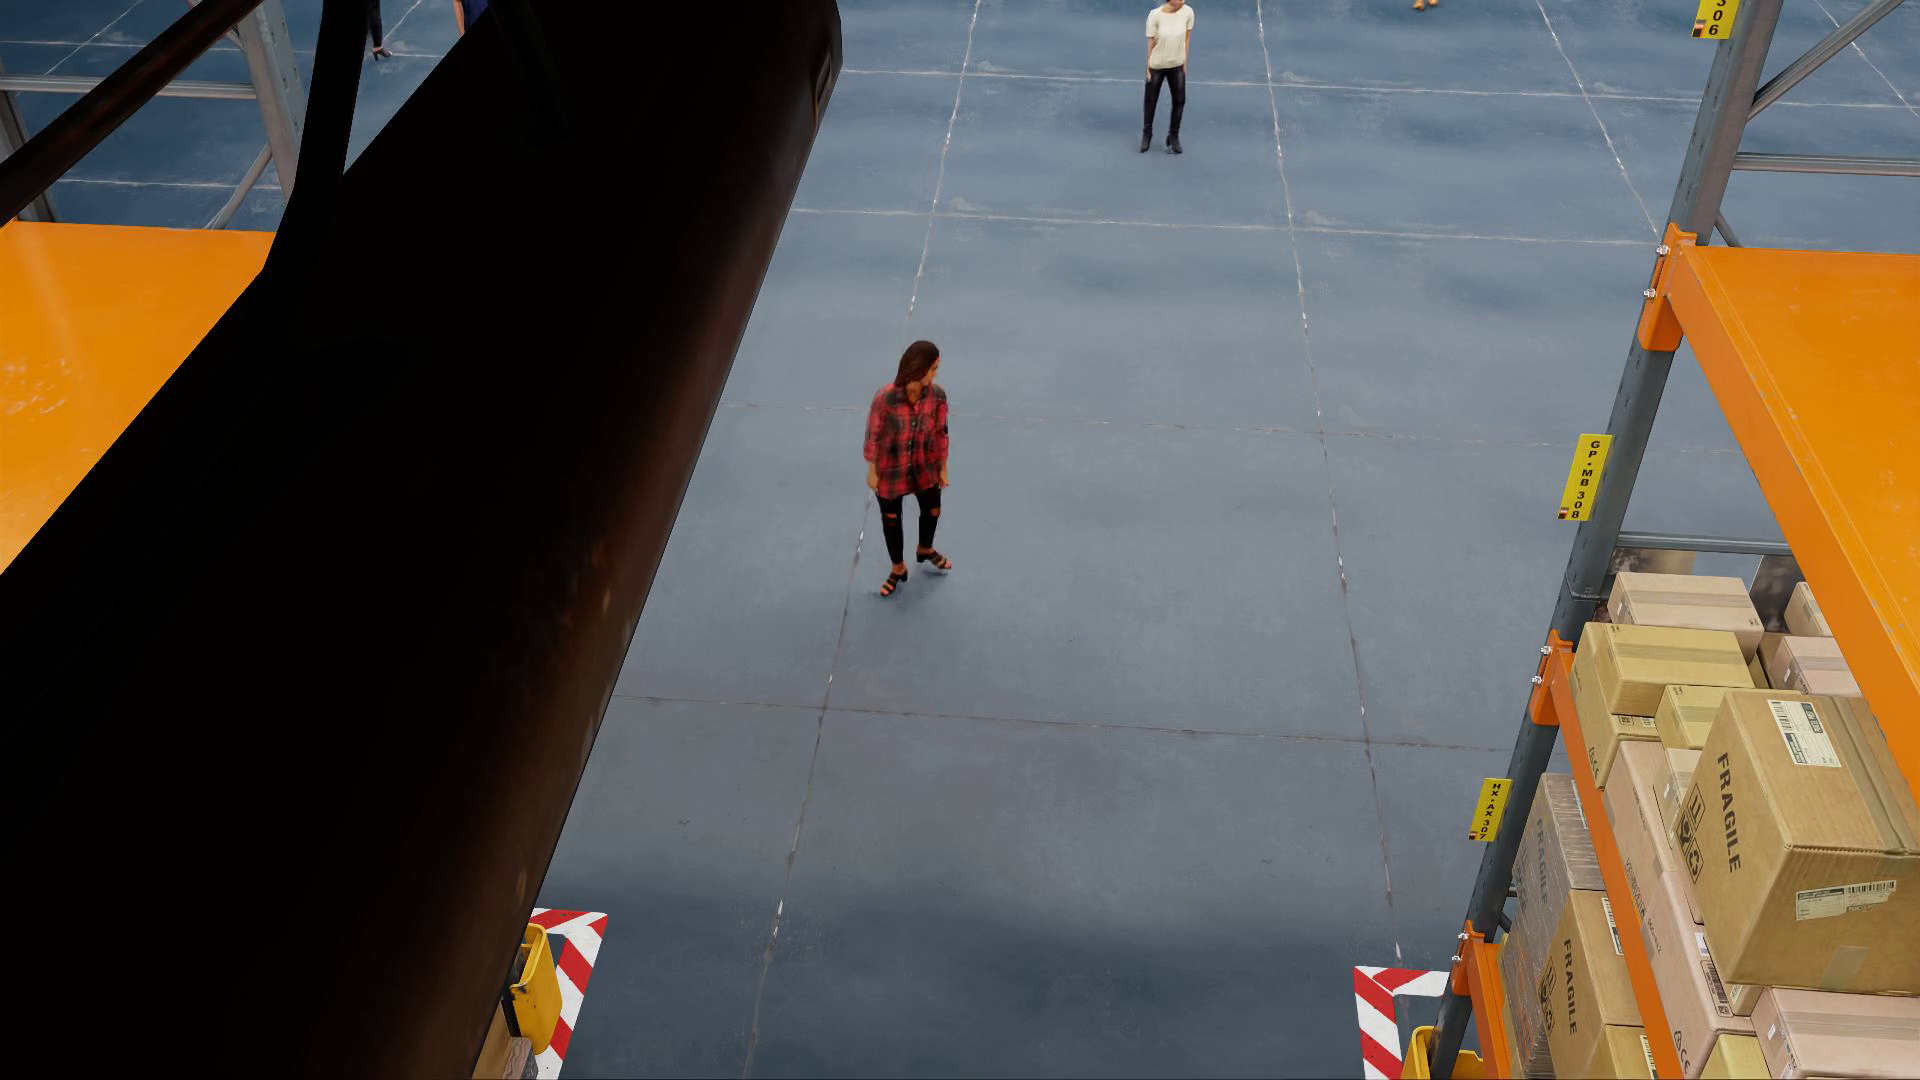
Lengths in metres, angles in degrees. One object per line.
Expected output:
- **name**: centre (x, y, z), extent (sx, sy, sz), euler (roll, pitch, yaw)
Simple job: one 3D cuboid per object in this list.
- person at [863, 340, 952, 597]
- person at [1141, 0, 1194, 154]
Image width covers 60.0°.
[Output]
- **person**: centre (-0.348, -0.398, 9.647), extent (0.749, 1.675, 0.688), euler (0, 38, 0)
- **person**: centre (1.776, -4.160, 14.537), extent (0.657, 1.574, 0.668), euler (-3, 38, -4)
